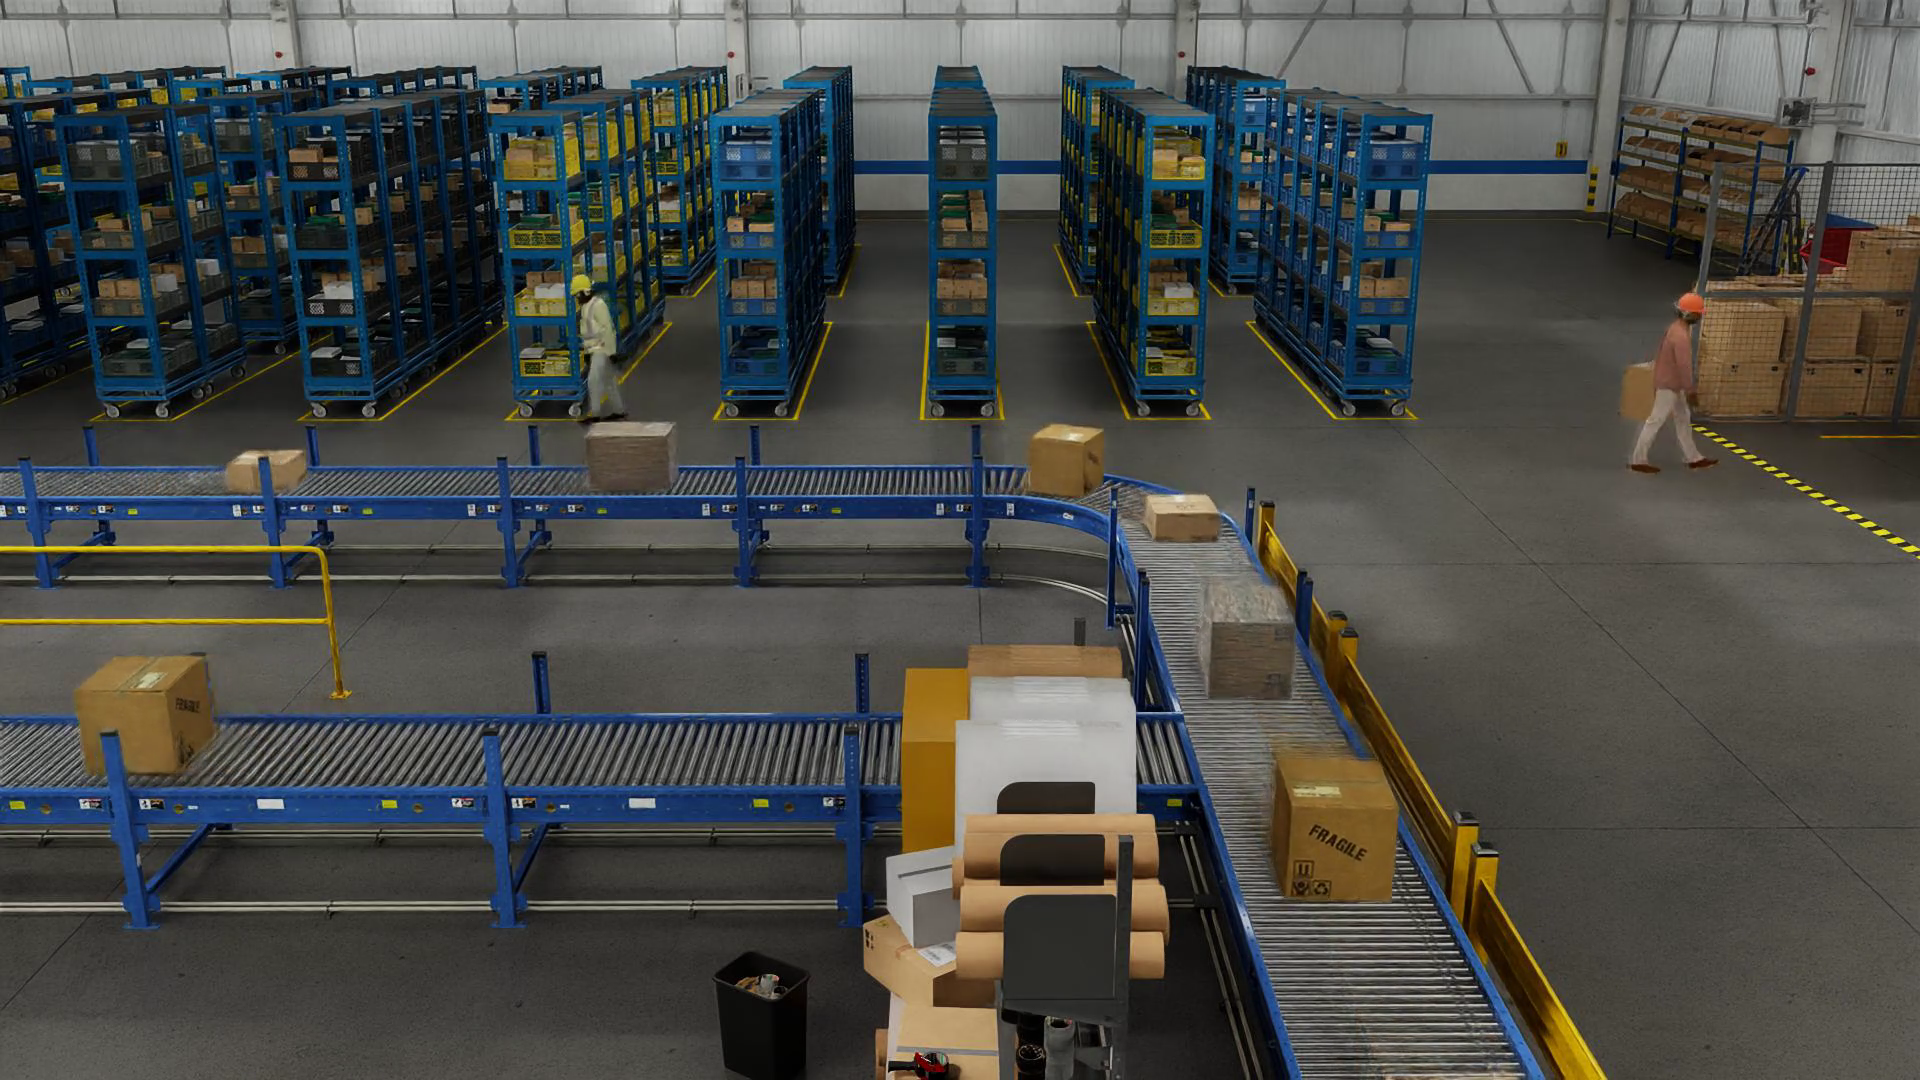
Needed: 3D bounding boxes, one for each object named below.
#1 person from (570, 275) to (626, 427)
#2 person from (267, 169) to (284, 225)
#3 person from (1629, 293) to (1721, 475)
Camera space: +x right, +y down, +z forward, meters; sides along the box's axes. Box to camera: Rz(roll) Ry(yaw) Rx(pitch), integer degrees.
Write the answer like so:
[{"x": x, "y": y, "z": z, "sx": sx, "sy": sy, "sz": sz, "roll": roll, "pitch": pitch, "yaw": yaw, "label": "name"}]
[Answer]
[{"x": -4.339, "y": -2.237, "z": 19.663, "sx": 0.747, "sy": 1.773, "sz": 0.645, "roll": -8, "pitch": 20, "yaw": -23, "label": "person"}, {"x": -13.838, "y": -6.848, "z": 33.820, "sx": 0.601, "sy": 1.794, "sz": 0.577, "roll": 10, "pitch": 21, "yaw": 29, "label": "person"}, {"x": 7.596, "y": -1.602, "z": 17.414, "sx": 0.971, "sy": 1.949, "sz": 0.622, "roll": 6, "pitch": 19, "yaw": 18, "label": "person"}]
